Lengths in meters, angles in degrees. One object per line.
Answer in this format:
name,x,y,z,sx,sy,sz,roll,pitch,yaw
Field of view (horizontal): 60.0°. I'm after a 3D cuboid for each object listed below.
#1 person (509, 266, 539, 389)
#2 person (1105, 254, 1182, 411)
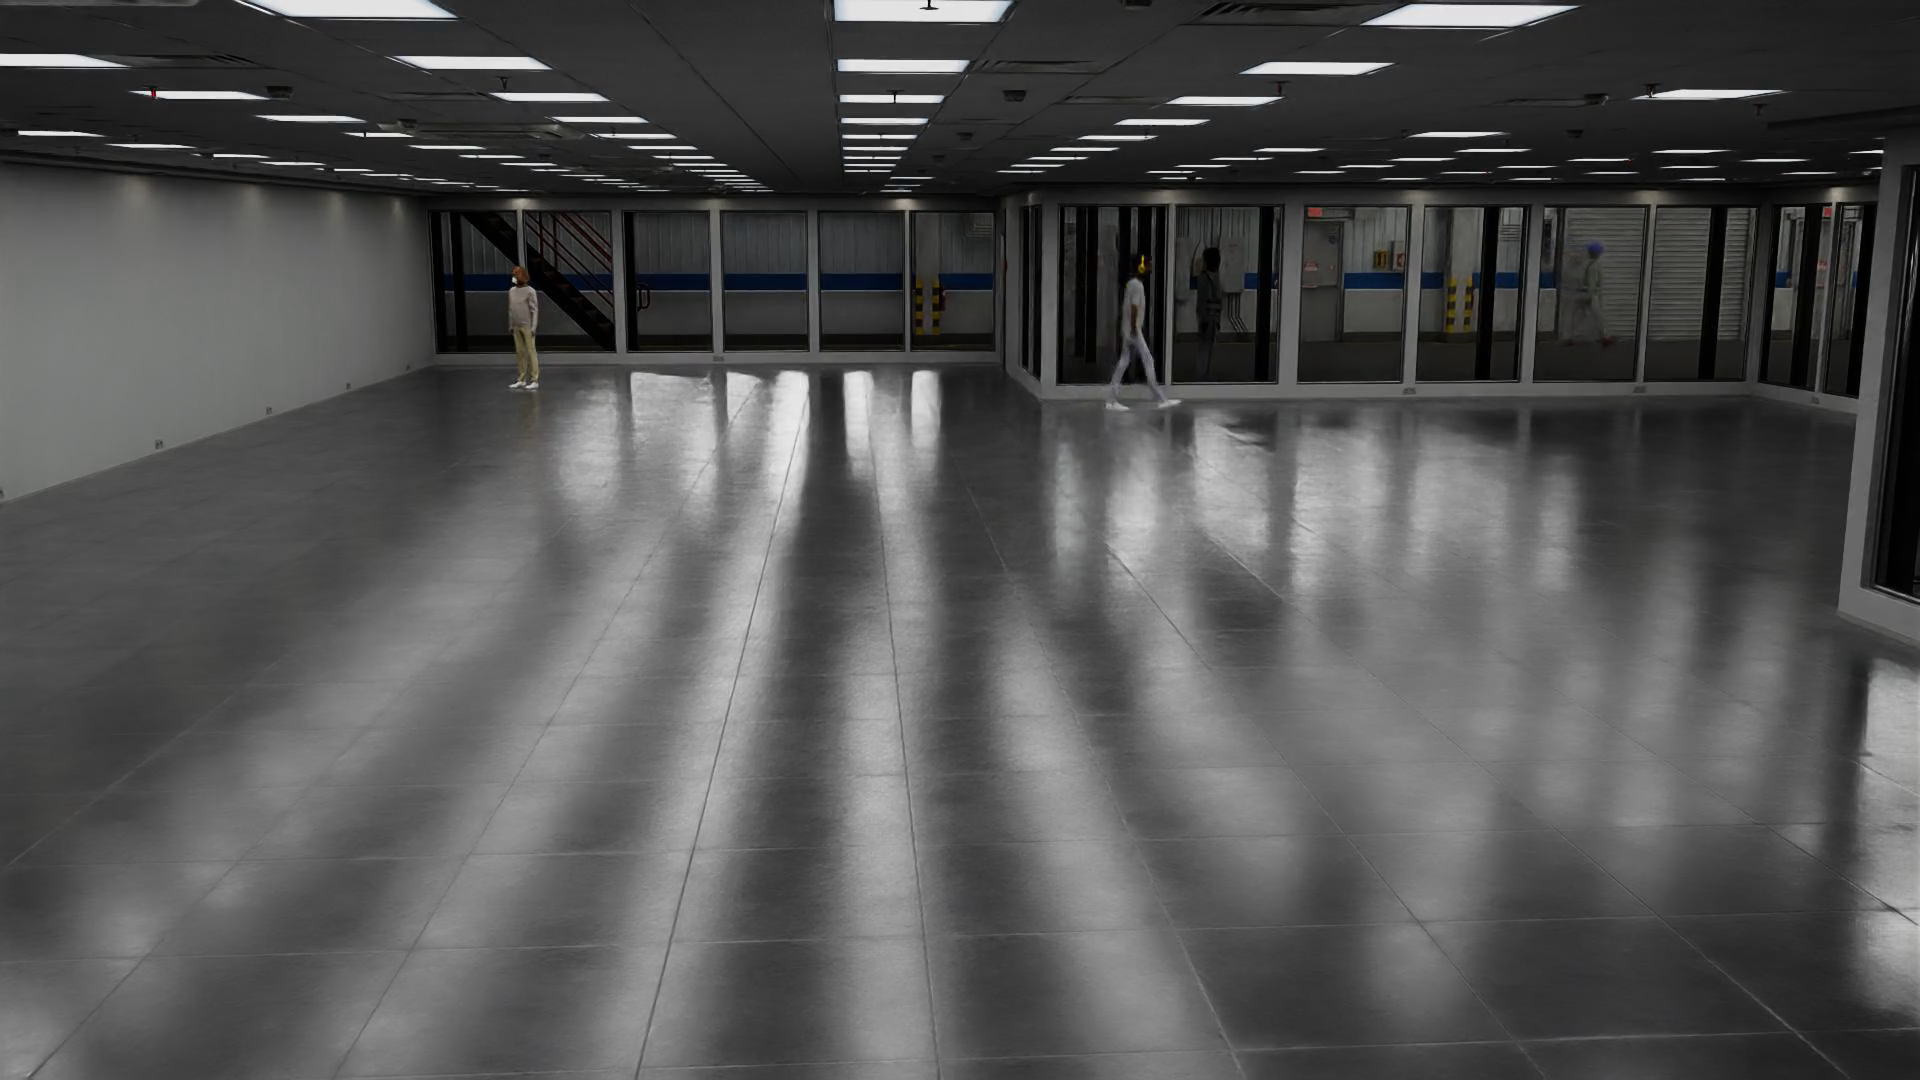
person,-5.829,-2.833,22.197,0.501,1.633,0.285,7,13,34
person,2.131,-2.403,19.387,0.940,1.827,0.541,-1,11,-8
